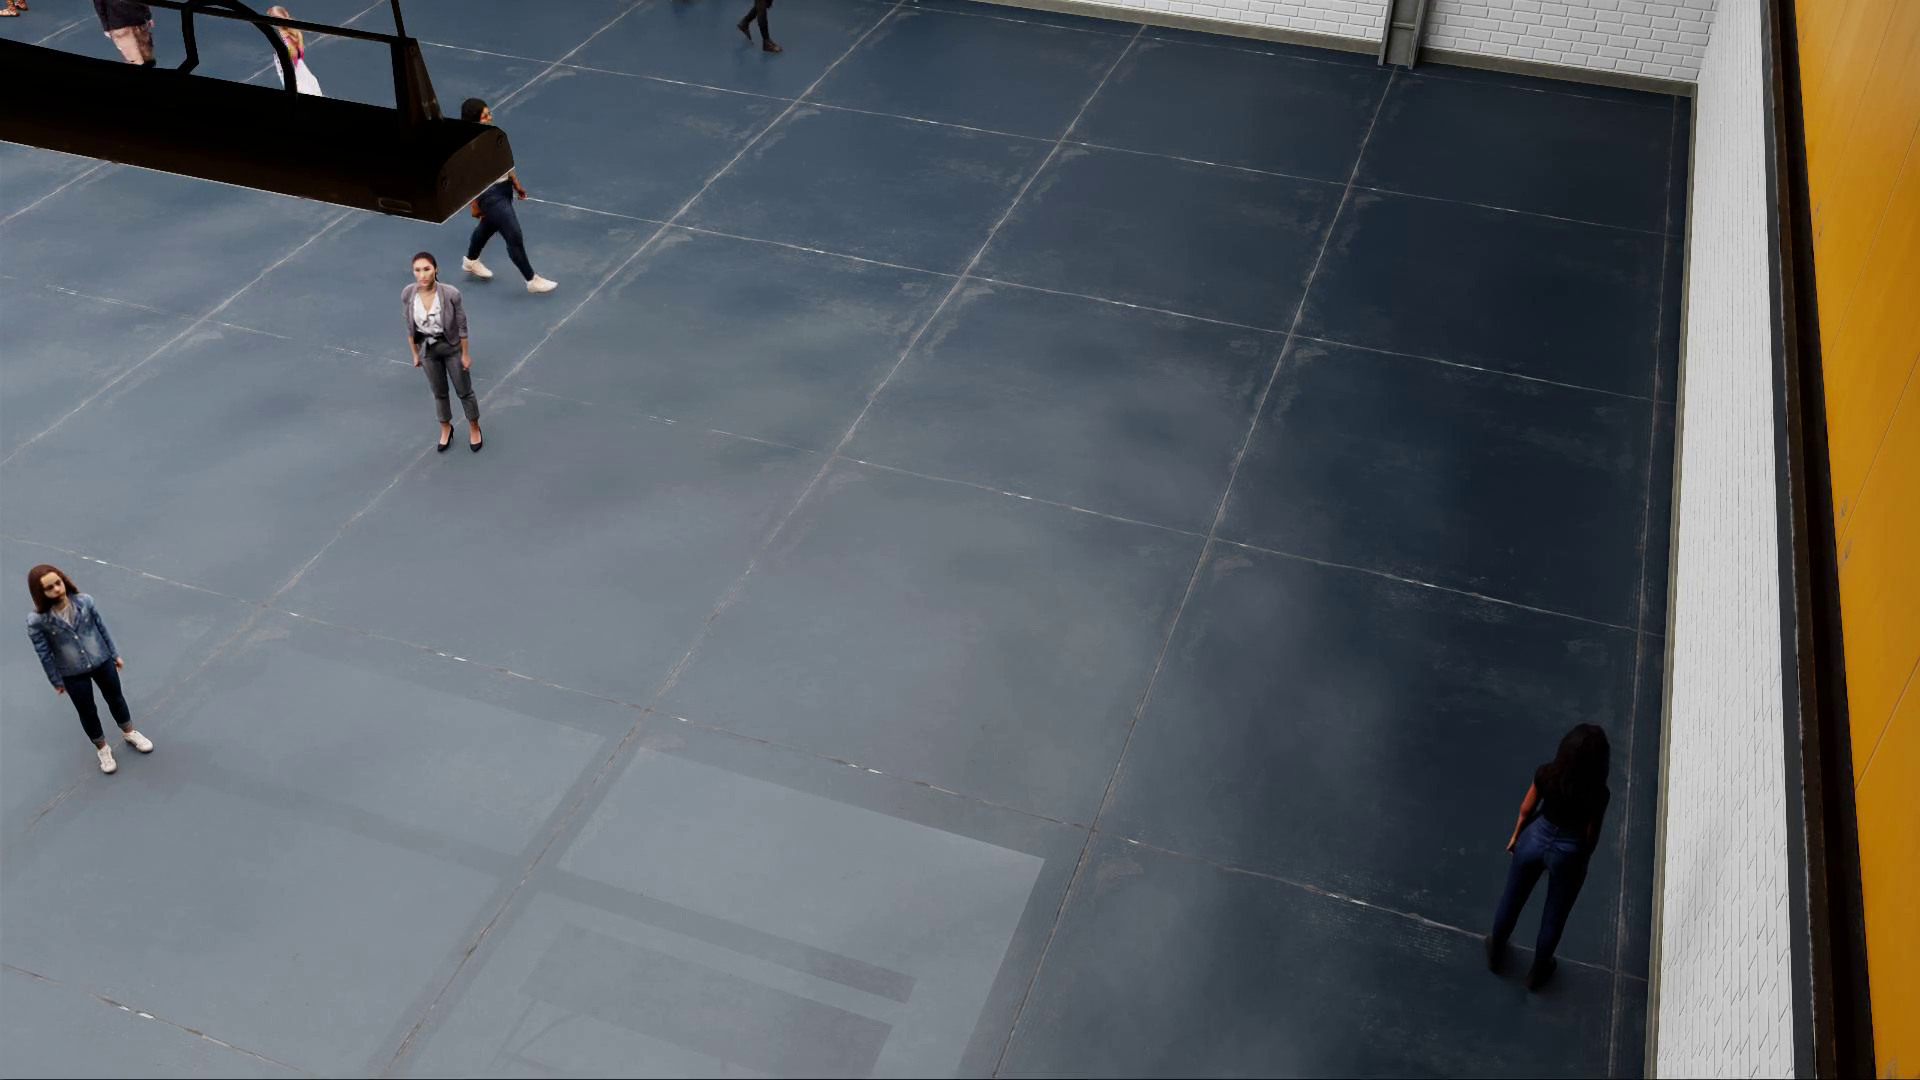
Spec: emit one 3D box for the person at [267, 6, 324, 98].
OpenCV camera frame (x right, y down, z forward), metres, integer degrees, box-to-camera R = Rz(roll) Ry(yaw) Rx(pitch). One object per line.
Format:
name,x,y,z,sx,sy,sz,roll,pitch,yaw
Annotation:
person,-6.249,-4.260,16.070,1.070,1.745,0.613,12,40,15

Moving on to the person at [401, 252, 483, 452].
person,-3.909,-1.423,12.571,0.633,1.678,0.752,1,39,1

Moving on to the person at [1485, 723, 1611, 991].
person,3.082,1.656,8.674,0.579,1.730,0.693,23,44,26

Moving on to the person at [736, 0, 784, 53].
person,-2.338,-6.357,18.786,0.826,1.632,0.570,12,40,15

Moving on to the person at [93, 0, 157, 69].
person,-8.727,-5.373,17.339,1.191,1.901,0.874,23,44,27

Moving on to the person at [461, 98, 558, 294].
person,-4.148,-2.989,14.462,1.222,1.767,0.735,9,39,11

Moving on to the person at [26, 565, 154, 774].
person,-5.277,0.747,10.015,0.620,1.478,0.628,30,47,32
